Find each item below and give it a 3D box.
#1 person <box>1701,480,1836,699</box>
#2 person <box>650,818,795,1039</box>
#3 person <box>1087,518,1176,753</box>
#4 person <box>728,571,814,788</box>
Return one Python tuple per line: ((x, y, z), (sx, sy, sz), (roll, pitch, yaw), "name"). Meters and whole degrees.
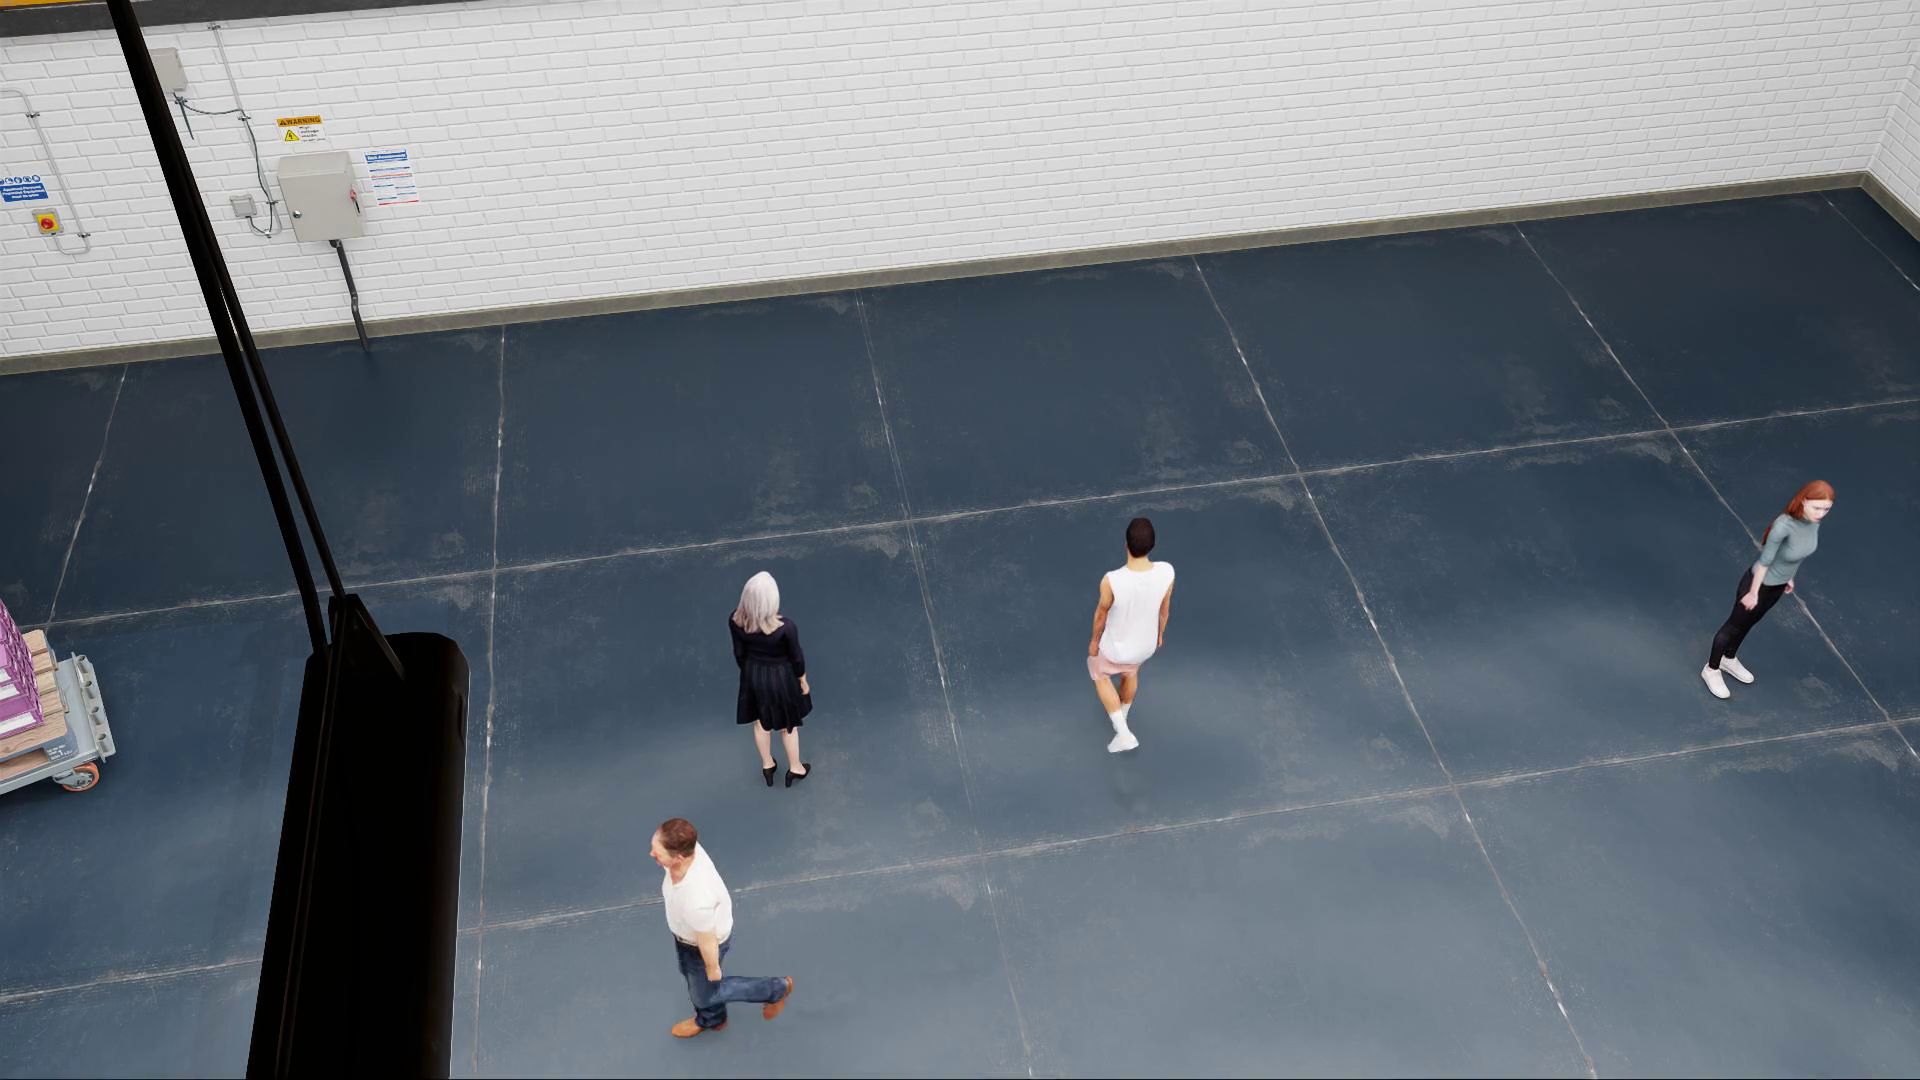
((5.078, 0.278, 10.456), (0.635, 1.742, 0.630), (-21, 47, -20), "person")
((-1.229, 2.014, 8.566), (0.813, 1.834, 0.897), (-12, 45, -13), "person")
((1.030, 0.645, 10.052), (0.709, 1.767, 0.869), (-12, 45, -12), "person")
((-1.117, 0.834, 9.869), (0.688, 1.746, 0.692), (9, 44, 9), "person")
